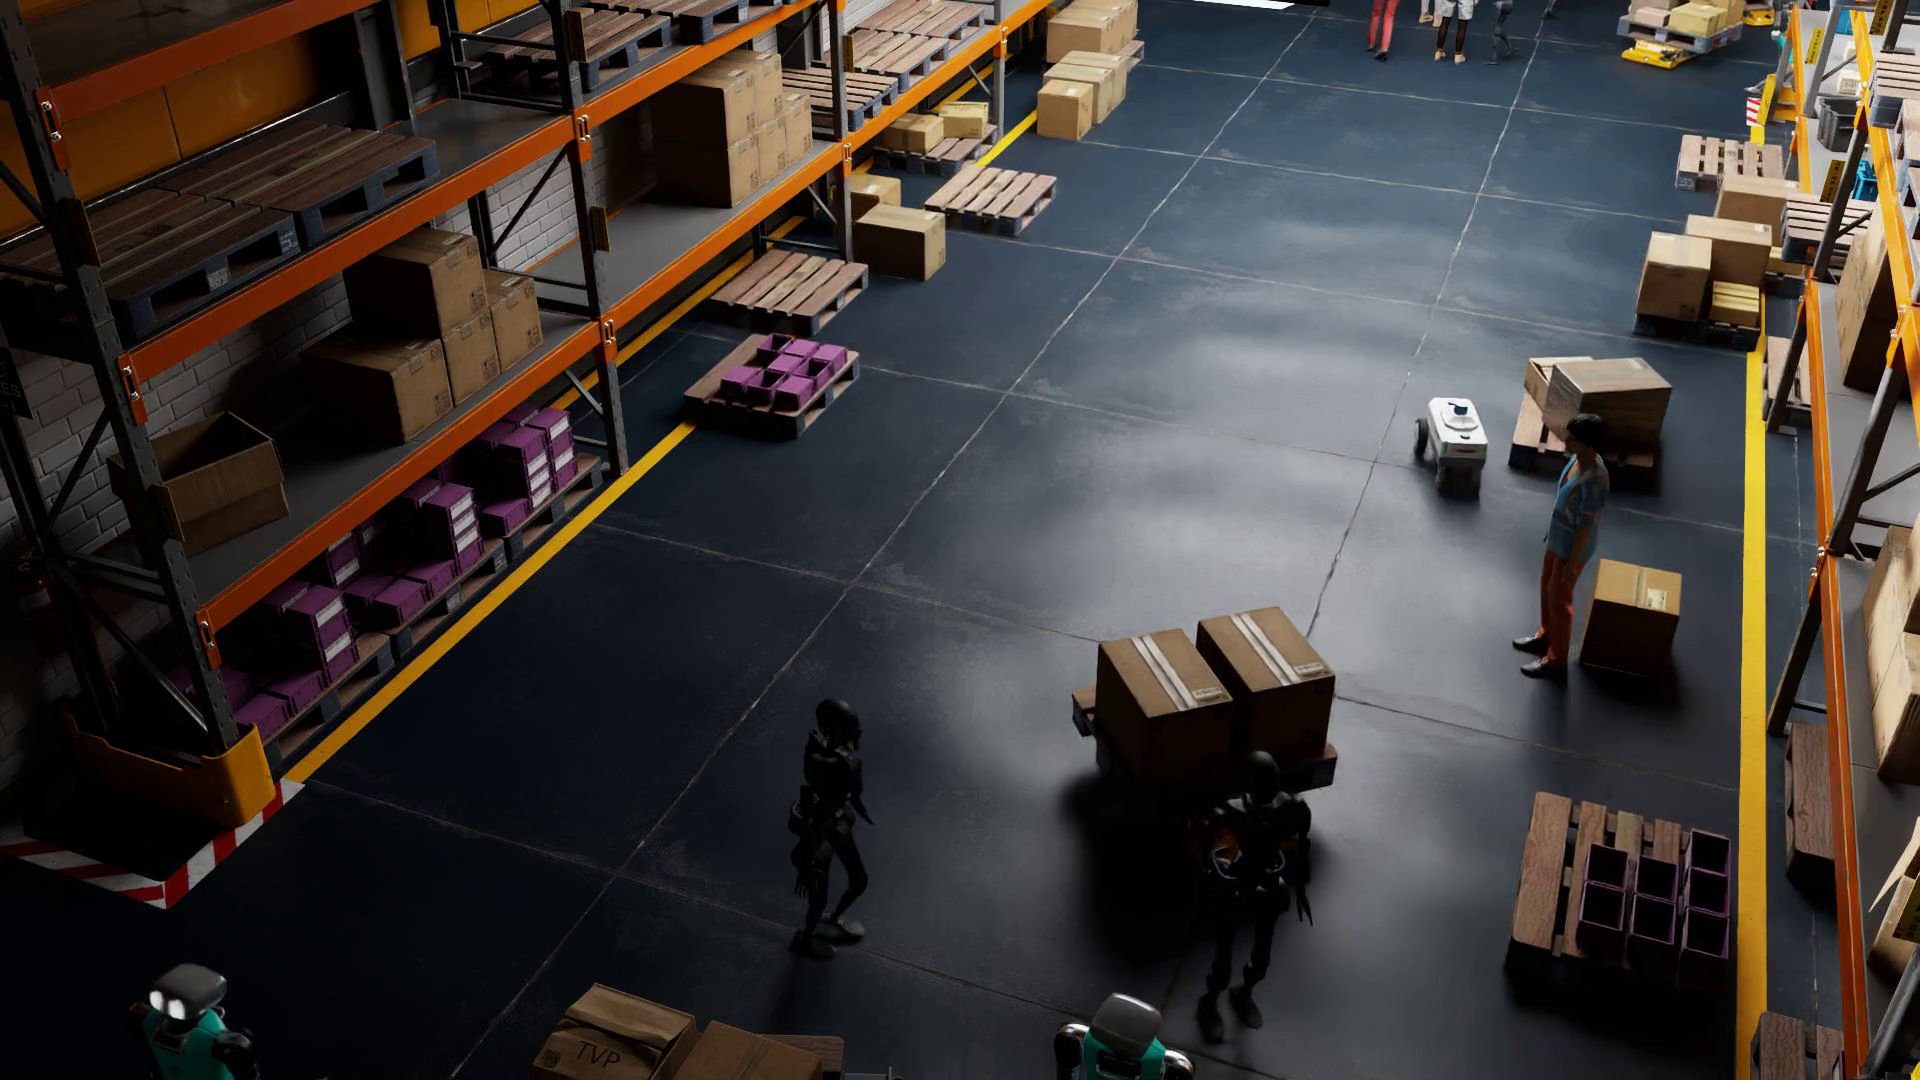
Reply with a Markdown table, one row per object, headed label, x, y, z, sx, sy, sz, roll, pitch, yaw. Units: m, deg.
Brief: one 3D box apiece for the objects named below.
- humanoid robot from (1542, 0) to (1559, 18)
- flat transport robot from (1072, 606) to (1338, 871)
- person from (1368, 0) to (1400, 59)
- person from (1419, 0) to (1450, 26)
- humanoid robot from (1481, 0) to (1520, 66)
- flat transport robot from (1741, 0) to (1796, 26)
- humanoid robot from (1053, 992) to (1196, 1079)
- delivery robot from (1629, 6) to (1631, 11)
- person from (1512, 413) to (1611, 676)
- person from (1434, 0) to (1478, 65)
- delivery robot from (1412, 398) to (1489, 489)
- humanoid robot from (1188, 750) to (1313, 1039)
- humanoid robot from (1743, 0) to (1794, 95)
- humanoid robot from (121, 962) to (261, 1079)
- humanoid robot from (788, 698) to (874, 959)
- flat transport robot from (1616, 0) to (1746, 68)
| label | x | y | z | sx | sy | sz | roll | pitch | yaw |
| --- | --- | --- | --- | --- | --- | --- | --- | --- | --- |
| humanoid robot | 8.204 | -8.005 | 22.710 | 0.596 | 1.639 | 0.677 | 26 | 41 | 34 |
| flat transport robot | 1.372 | 1.300 | 9.580 | 0.659 | 0.231 | 1.431 | -10 | 34 | -15 |
| person | 5.422 | -6.995 | 21.076 | 0.576 | 1.722 | 0.714 | 9 | 34 | 13 |
| person | 6.471 | -7.814 | 22.294 | 0.307 | 1.777 | 0.475 | -19 | 37 | -27 |
| humanoid robot | 6.913 | -6.827 | 20.866 | 0.419 | 1.637 | 0.605 | 12 | 35 | 17 |
| flat transport robot | 10.848 | -7.414 | 23.065 | 0.659 | 0.231 | 1.431 | -8 | 34 | -13 |
| humanoid robot | 0.519 | 2.529 | 6.238 | 0.534 | 1.690 | 0.749 | 12 | 35 | 17 |
| delivery robot | 9.648 | -7.551 | 23.007 | 0.781 | 0.587 | 0.499 | -20 | 38 | -28 |
| person | 3.717 | 0.023 | 10.186 | 0.325 | 1.756 | 0.504 | 3 | 33 | 5 |
| person | 6.272 | -6.845 | 20.871 | 0.532 | 1.693 | 0.320 | 23 | 40 | 32 |
| delivery robot | 3.729 | -0.775 | 12.520 | 0.499 | 0.587 | 0.789 | 2 | 33 | 3 |
| humanoid robot | 1.359 | 1.649 | 7.742 | 0.591 | 1.657 | 0.329 | -7 | 34 | -11 |
| humanoid robot | 9.897 | -6.099 | 19.691 | 0.878 | 1.741 | 0.547 | 21 | 38 | 29 |
| humanoid robot | -2.806 | 2.221 | 6.844 | 0.558 | 1.813 | 0.895 | 10 | 34 | 15 |
| humanoid robot | -0.651 | 1.403 | 8.130 | 0.417 | 1.635 | 0.609 | 14 | 35 | 20 |
| flat transport robot | 9.217 | -6.385 | 21.474 | 1.431 | 0.231 | 0.659 | -27 | 41 | -35 |
